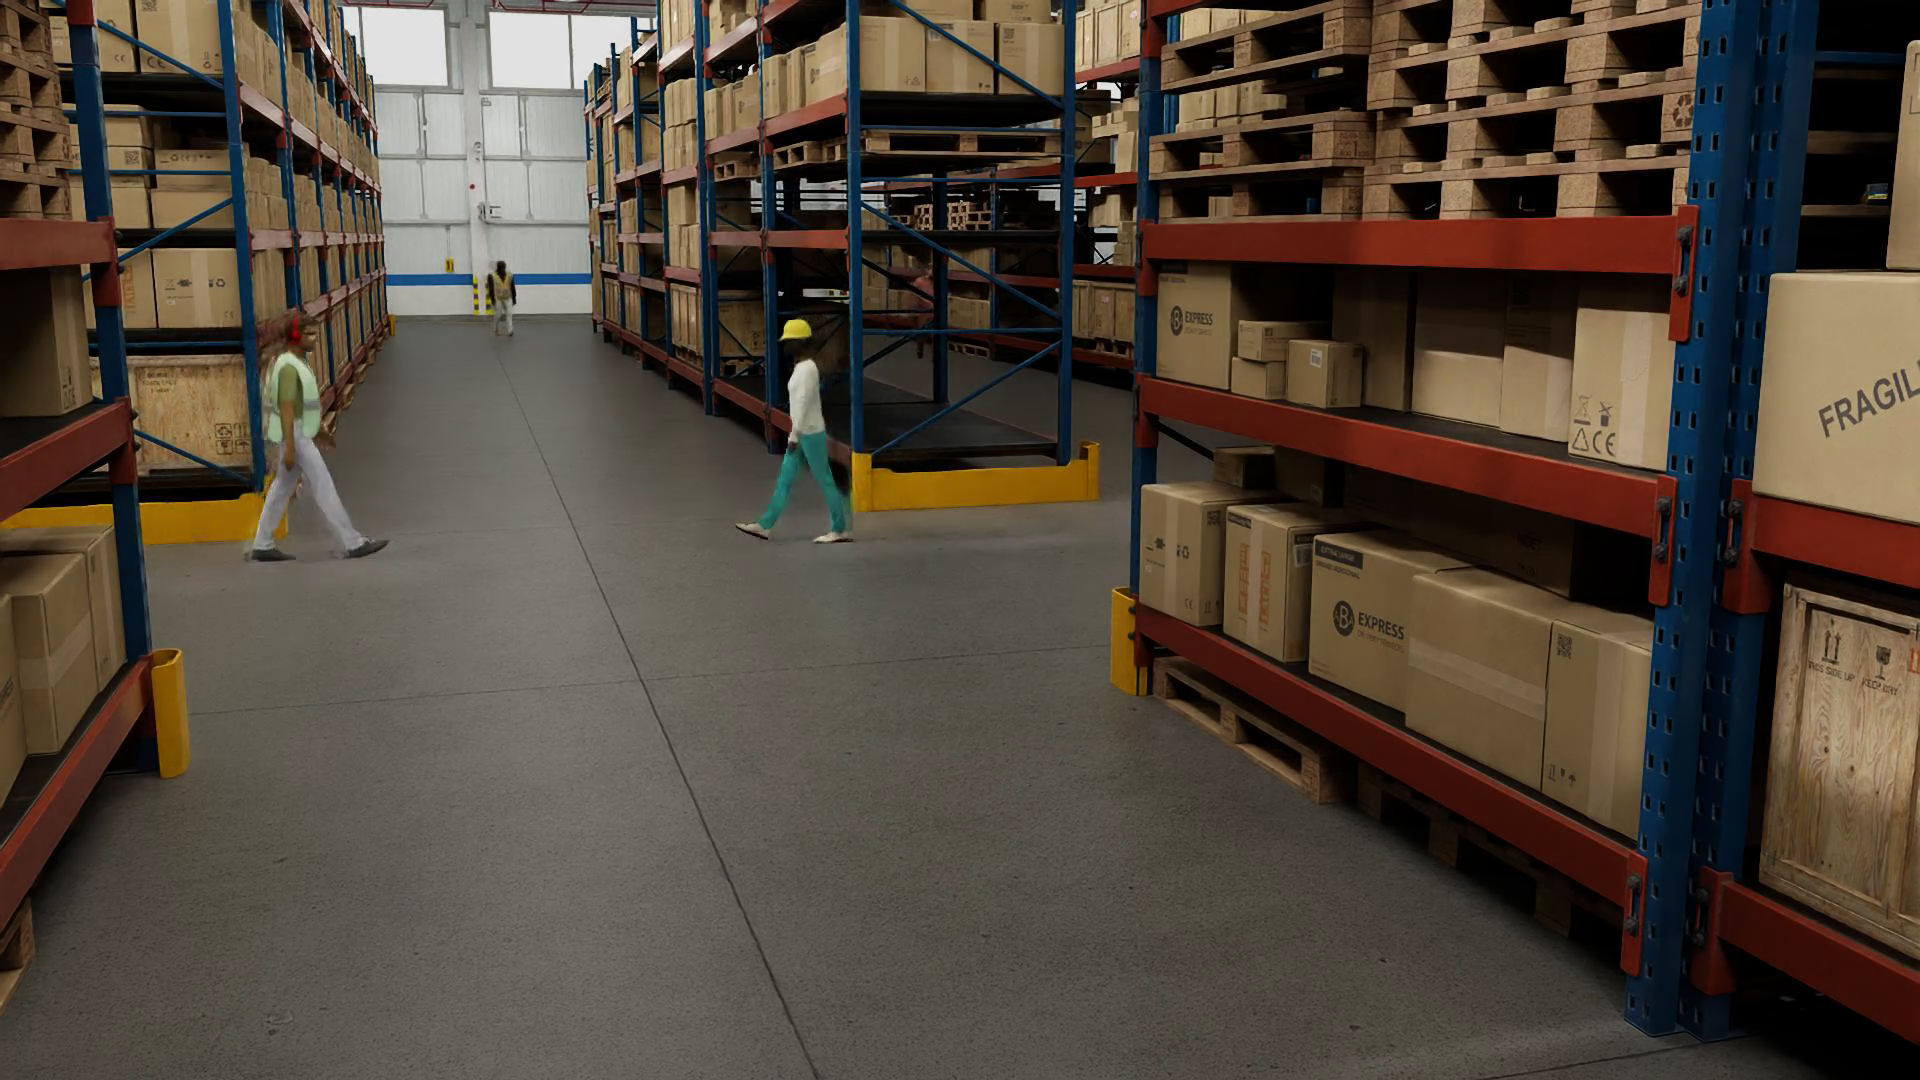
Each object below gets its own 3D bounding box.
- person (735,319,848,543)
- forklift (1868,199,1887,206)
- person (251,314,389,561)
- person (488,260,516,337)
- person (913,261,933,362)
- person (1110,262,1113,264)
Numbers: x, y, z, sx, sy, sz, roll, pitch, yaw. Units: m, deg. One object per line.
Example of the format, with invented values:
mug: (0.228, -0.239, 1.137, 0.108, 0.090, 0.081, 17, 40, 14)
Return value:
person: (-1.271, -0.813, 12.674, 0.882, 1.718, 0.550, -2, 11, -12)
forklift: (11.338, -2.915, 21.052, 1.129, 2.768, 1.873, -3, 11, -17)
person: (-4.722, -0.731, 12.048, 0.969, 1.792, 0.593, -4, 11, -19)
person: (-10.875, -5.734, 39.458, 0.643, 1.812, 0.816, -6, 12, -30)
person: (-0.571, -4.281, 31.245, 0.659, 1.890, 0.631, -3, 11, -14)
person: (3.890, -6.160, 42.056, 0.877, 1.713, 0.565, 6, 12, 30)
